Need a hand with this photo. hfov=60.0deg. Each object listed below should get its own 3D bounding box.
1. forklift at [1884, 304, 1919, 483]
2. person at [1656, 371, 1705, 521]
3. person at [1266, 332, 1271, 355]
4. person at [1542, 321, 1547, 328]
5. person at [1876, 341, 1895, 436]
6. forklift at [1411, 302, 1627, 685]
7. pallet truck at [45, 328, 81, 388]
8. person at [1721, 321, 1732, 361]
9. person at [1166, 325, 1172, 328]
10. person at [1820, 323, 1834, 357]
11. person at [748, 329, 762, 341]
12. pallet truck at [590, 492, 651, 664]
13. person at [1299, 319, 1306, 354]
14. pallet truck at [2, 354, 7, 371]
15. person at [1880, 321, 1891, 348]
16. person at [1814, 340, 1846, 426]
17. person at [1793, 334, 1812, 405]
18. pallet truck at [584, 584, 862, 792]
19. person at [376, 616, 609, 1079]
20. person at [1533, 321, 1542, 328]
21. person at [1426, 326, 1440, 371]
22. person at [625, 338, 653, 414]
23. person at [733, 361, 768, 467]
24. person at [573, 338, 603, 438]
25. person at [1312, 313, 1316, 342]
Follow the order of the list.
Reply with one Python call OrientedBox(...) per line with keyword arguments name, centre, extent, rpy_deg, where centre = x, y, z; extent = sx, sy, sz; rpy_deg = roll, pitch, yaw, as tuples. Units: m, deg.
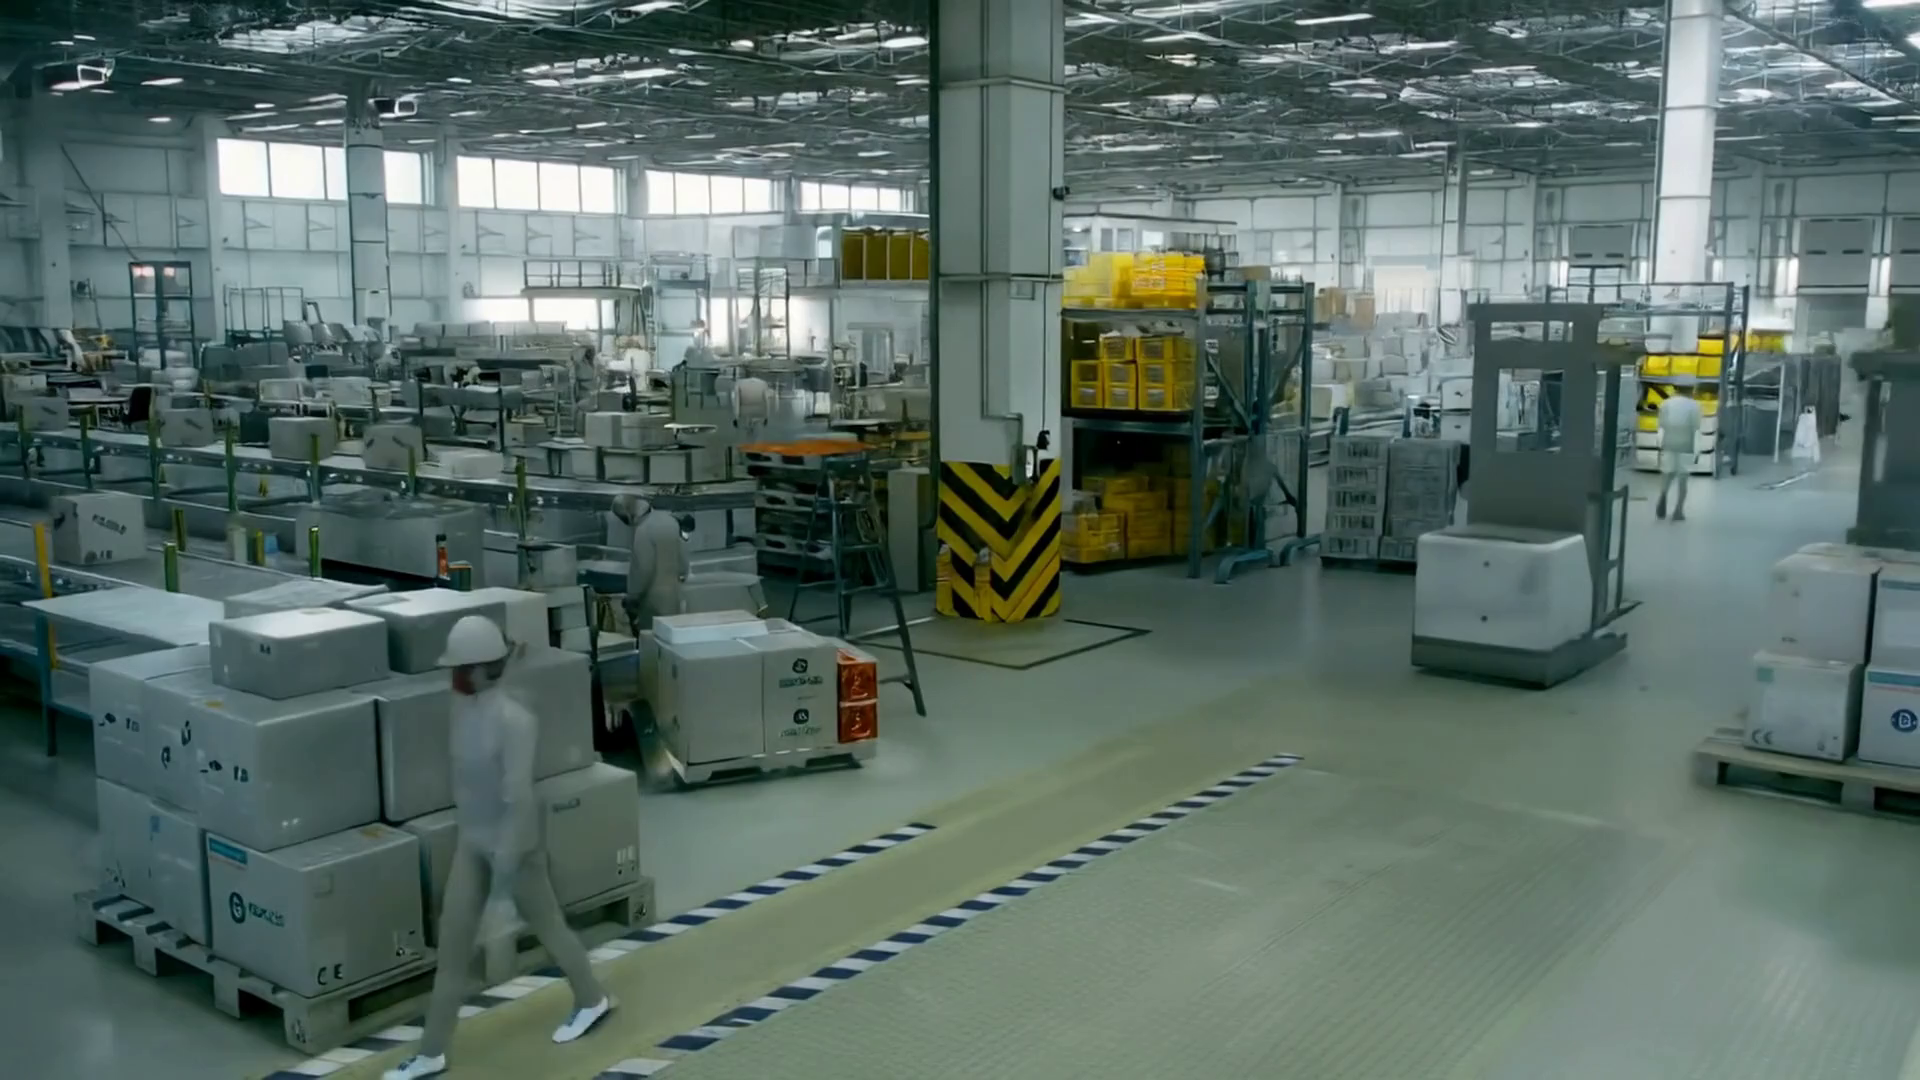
OrientedBox(name="forklift", centre=(6.673, -0.181, 11.117), extent=(1.129, 2.768, 1.873), rpy_deg=(6, 11, 37))
OrientedBox(name="person", centre=(9.102, -1.180, 21.061), extent=(0.578, 1.923, 0.487), rpy_deg=(8, 12, 43))
OrientedBox(name="person", centre=(9.186, -5.433, 50.362), extent=(0.530, 1.744, 0.725), rpy_deg=(-8, 12, -43))
OrientedBox(name="person", centre=(24.346, -8.259, 69.106), extent=(0.431, 1.835, 0.623), rpy_deg=(-2, 9, -12))
OrientedBox(name="person", centre=(18.783, -3.069, 33.747), extent=(0.354, 1.939, 0.544), rpy_deg=(5, 10, 29))
OrientedBox(name="forklift", centre=(4.379, -0.438, 12.852), extent=(1.129, 2.768, 1.873), rpy_deg=(7, 11, 37))
OrientedBox(name="pallet truck", centre=(-23.775, -4.544, 43.495), extent=(1.885, 1.965, 0.823), rpy_deg=(6, 10, 35))
OrientedBox(name="person", centre=(32.657, -8.532, 71.022), extent=(0.889, 1.816, 0.623), rpy_deg=(0, 8, -1))
OrientedBox(name="person", centre=(6.759, -5.890, 52.970), extent=(0.876, 1.892, 0.601), rpy_deg=(2, 9, 15))
OrientedBox(name="person", centre=(30.562, -6.720, 58.674), extent=(0.515, 1.854, 0.636), rpy_deg=(-1, 8, -4))
OrientedBox(name="person", centre=(-7.777, -7.371, 63.229), extent=(0.532, 1.809, 0.949), rpy_deg=(-6, 11, -37))
OrientedBox(name="pallet truck", centre=(-3.115, 0.344, 12.883), extent=(0.653, 1.274, 1.630), rpy_deg=(7, 11, 37))
OrientedBox(name="person", centre=(15.990, -9.536, 77.362), extent=(0.376, 1.934, 0.546), rpy_deg=(-6, 10, -35))
OrientedBox(name="pallet truck", centre=(-24.881, -4.417, 42.634), extent=(1.885, 1.965, 0.823), rpy_deg=(8, 11, 41))
OrientedBox(name="person", centre=(32.618, -6.751, 58.595), extent=(0.507, 1.927, 0.625), rpy_deg=(3, 9, 17))
OrientedBox(name="person", centre=(18.835, -3.399, 36.126), extent=(0.650, 1.904, 0.550), rpy_deg=(8, 11, 42))
OrientedBox(name="person", centre=(21.836, -4.417, 43.176), extent=(0.442, 1.851, 0.552), rpy_deg=(-1, 8, -6))
OrientedBox(name="pallet truck", centre=(-1.426, 0.805, 10.019), extent=(1.601, 1.201, 0.680), rpy_deg=(-4, 9, -26))
OrientedBox(name="person", centre=(-1.721, 1.124, 6.208), extent=(0.529, 1.721, 0.914), rpy_deg=(7, 11, 41))
OrientedBox(name="person", centre=(27.437, -9.772, 78.988), extent=(0.628, 1.932, 1.047), rpy_deg=(-7, 11, -40))
OrientedBox(name="person", centre=(17.592, -7.133, 61.894), extent=(0.526, 1.715, 0.340), rpy_deg=(1, 9, 8))
OrientedBox(name="person", centre=(-7.565, -3.846, 39.278), extent=(0.980, 1.860, 0.659), rpy_deg=(8, 12, 44))
OrientedBox(name="person", centre=(-3.474, -2.064, 27.499), extent=(0.622, 1.778, 0.938), rpy_deg=(-3, 9, -20))
OrientedBox(name="person", centre=(-7.103, -2.844, 31.877), extent=(0.370, 2.044, 0.608), rpy_deg=(5, 10, 32))
OrientedBox(name="person", centre=(18.153, -10.749, 85.610), extent=(0.841, 1.915, 0.635), rpy_deg=(6, 11, 37))
